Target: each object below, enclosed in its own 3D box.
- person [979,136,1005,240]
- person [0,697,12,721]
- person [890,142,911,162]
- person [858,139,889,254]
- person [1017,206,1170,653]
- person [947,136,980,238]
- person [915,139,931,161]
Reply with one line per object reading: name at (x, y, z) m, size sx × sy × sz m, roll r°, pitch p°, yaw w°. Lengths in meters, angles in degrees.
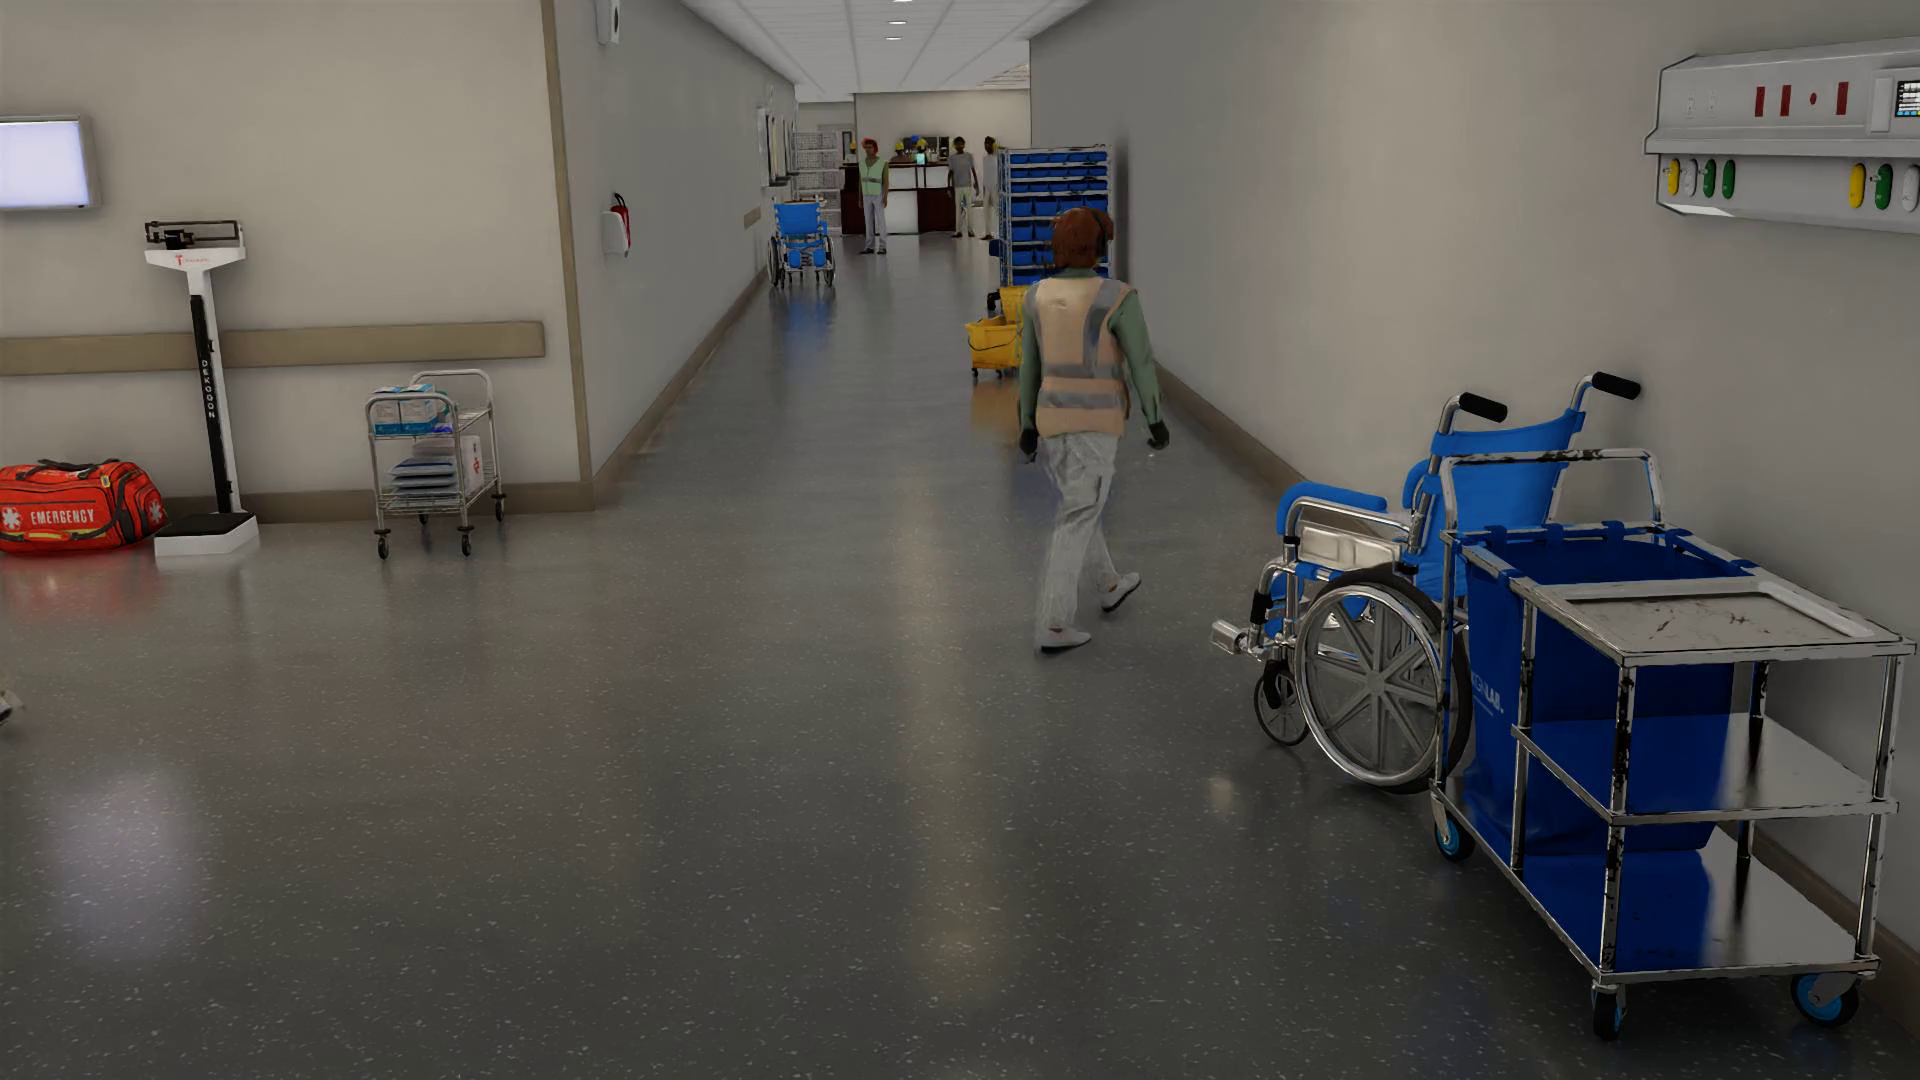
person at (0.644, -6.358, 30.055) m, size 0.705 × 1.846 × 0.505 m, roll -15°, pitch 19°, yaw -42°
person at (-3.507, -0.051, 5.144) m, size 0.870 × 1.594 × 0.534 m, roll -11°, pitch 16°, yaw -33°
person at (-1.369, -8.326, 38.566) m, size 0.522 × 1.758 × 0.349 m, roll 3°, pitch 14°, yaw 17°
person at (-1.404, -5.607, 27.201) m, size 0.566 × 1.846 × 0.389 m, roll 6°, pitch 15°, yaw 28°
person at (0.514, -0.421, 6.184) m, size 0.513 × 1.600 × 0.821 m, roll 12°, pitch 19°, yaw 44°
person at (0.058, -6.531, 30.823) m, size 0.600 × 1.854 × 0.361 m, roll 0°, pitch 14°, yaw 7°
person at (-0.857, -8.567, 39.362) m, size 0.403 × 1.823 × 0.595 m, roll -3°, pitch 14°, yaw -4°
